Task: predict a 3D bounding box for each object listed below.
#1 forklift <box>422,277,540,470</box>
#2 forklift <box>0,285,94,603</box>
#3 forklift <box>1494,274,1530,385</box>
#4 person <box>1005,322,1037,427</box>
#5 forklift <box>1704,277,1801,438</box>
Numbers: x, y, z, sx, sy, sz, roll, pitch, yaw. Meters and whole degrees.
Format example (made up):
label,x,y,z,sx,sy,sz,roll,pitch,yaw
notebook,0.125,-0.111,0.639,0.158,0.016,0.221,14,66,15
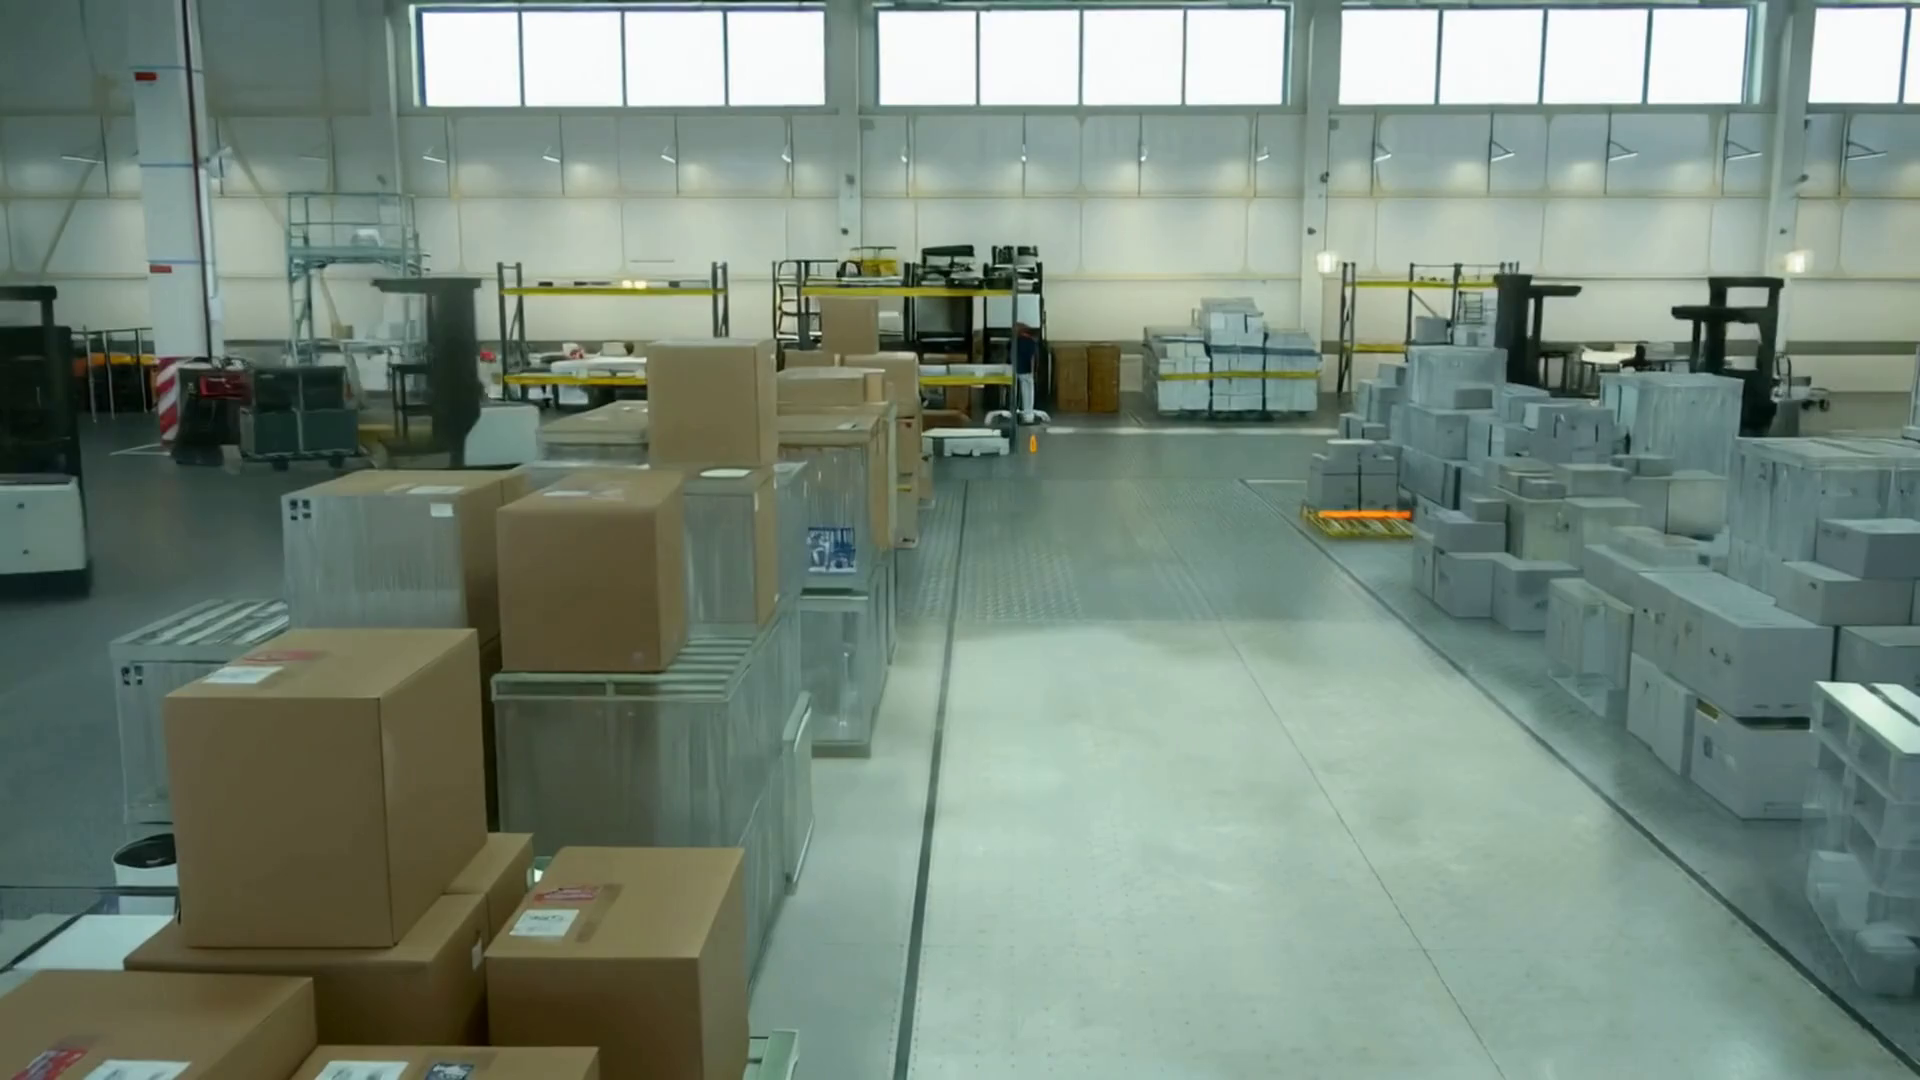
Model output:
label,x,y,z,sx,sy,sz,roll,pitch,yaw
forklift,-6.761,-2.172,22.647,1.873,2.768,1.129,-4,10,-25
forklift,-8.658,-0.926,15.185,1.129,2.768,1.873,-5,11,-27
forklift,9.664,-3.285,29.312,1.873,2.768,1.129,0,9,1
person,1.118,-3.038,30.665,0.627,1.936,0.373,-3,10,-19
forklift,10.989,-2.306,23.447,1.873,2.768,1.129,-8,12,-39
